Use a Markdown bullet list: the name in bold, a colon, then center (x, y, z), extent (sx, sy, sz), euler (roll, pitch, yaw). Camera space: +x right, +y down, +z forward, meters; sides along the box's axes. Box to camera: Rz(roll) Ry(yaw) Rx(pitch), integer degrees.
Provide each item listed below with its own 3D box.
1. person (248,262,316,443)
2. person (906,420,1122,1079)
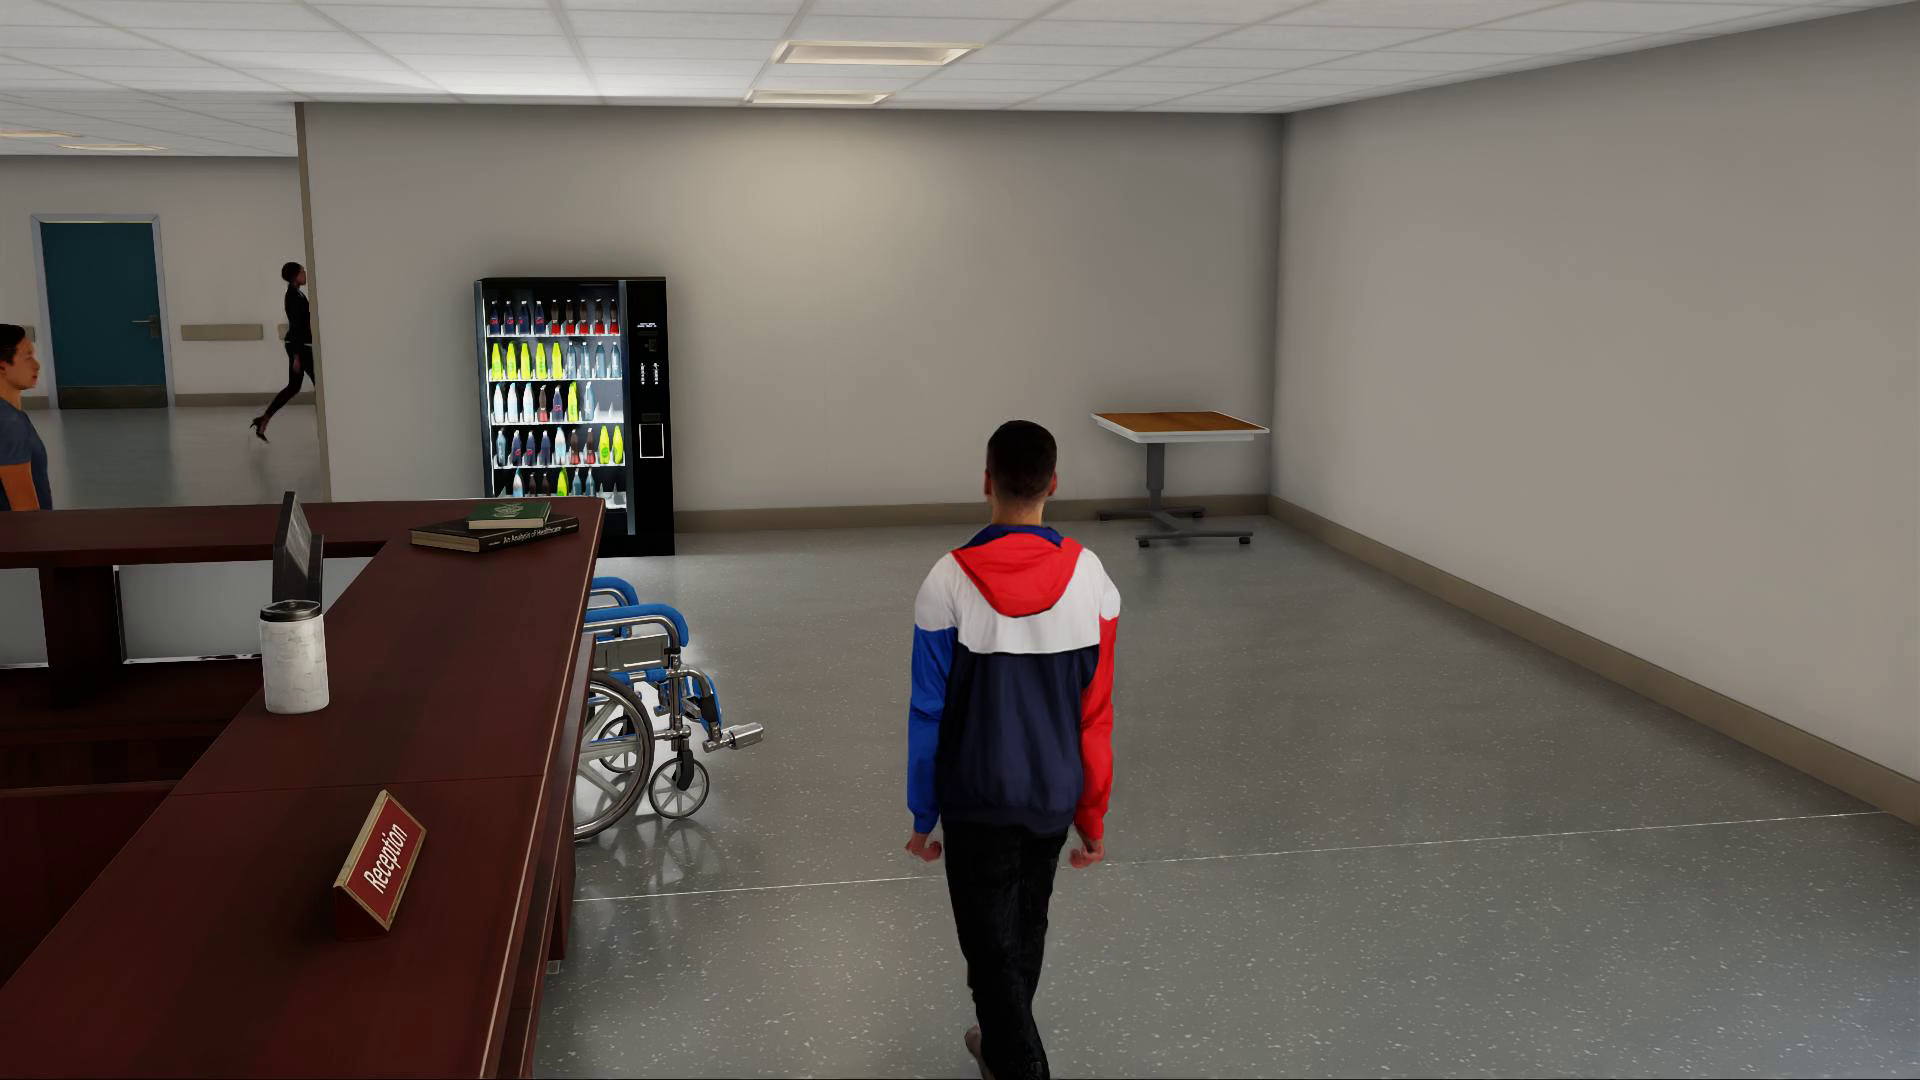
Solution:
- **person**: center (-6.565, -1.786, 16.313), extent (1.164, 1.798, 0.792), euler (-5, 12, -25)
- **person**: center (0.134, 0.628, 3.799), extent (1.099, 1.721, 0.787), euler (-3, 11, -16)
